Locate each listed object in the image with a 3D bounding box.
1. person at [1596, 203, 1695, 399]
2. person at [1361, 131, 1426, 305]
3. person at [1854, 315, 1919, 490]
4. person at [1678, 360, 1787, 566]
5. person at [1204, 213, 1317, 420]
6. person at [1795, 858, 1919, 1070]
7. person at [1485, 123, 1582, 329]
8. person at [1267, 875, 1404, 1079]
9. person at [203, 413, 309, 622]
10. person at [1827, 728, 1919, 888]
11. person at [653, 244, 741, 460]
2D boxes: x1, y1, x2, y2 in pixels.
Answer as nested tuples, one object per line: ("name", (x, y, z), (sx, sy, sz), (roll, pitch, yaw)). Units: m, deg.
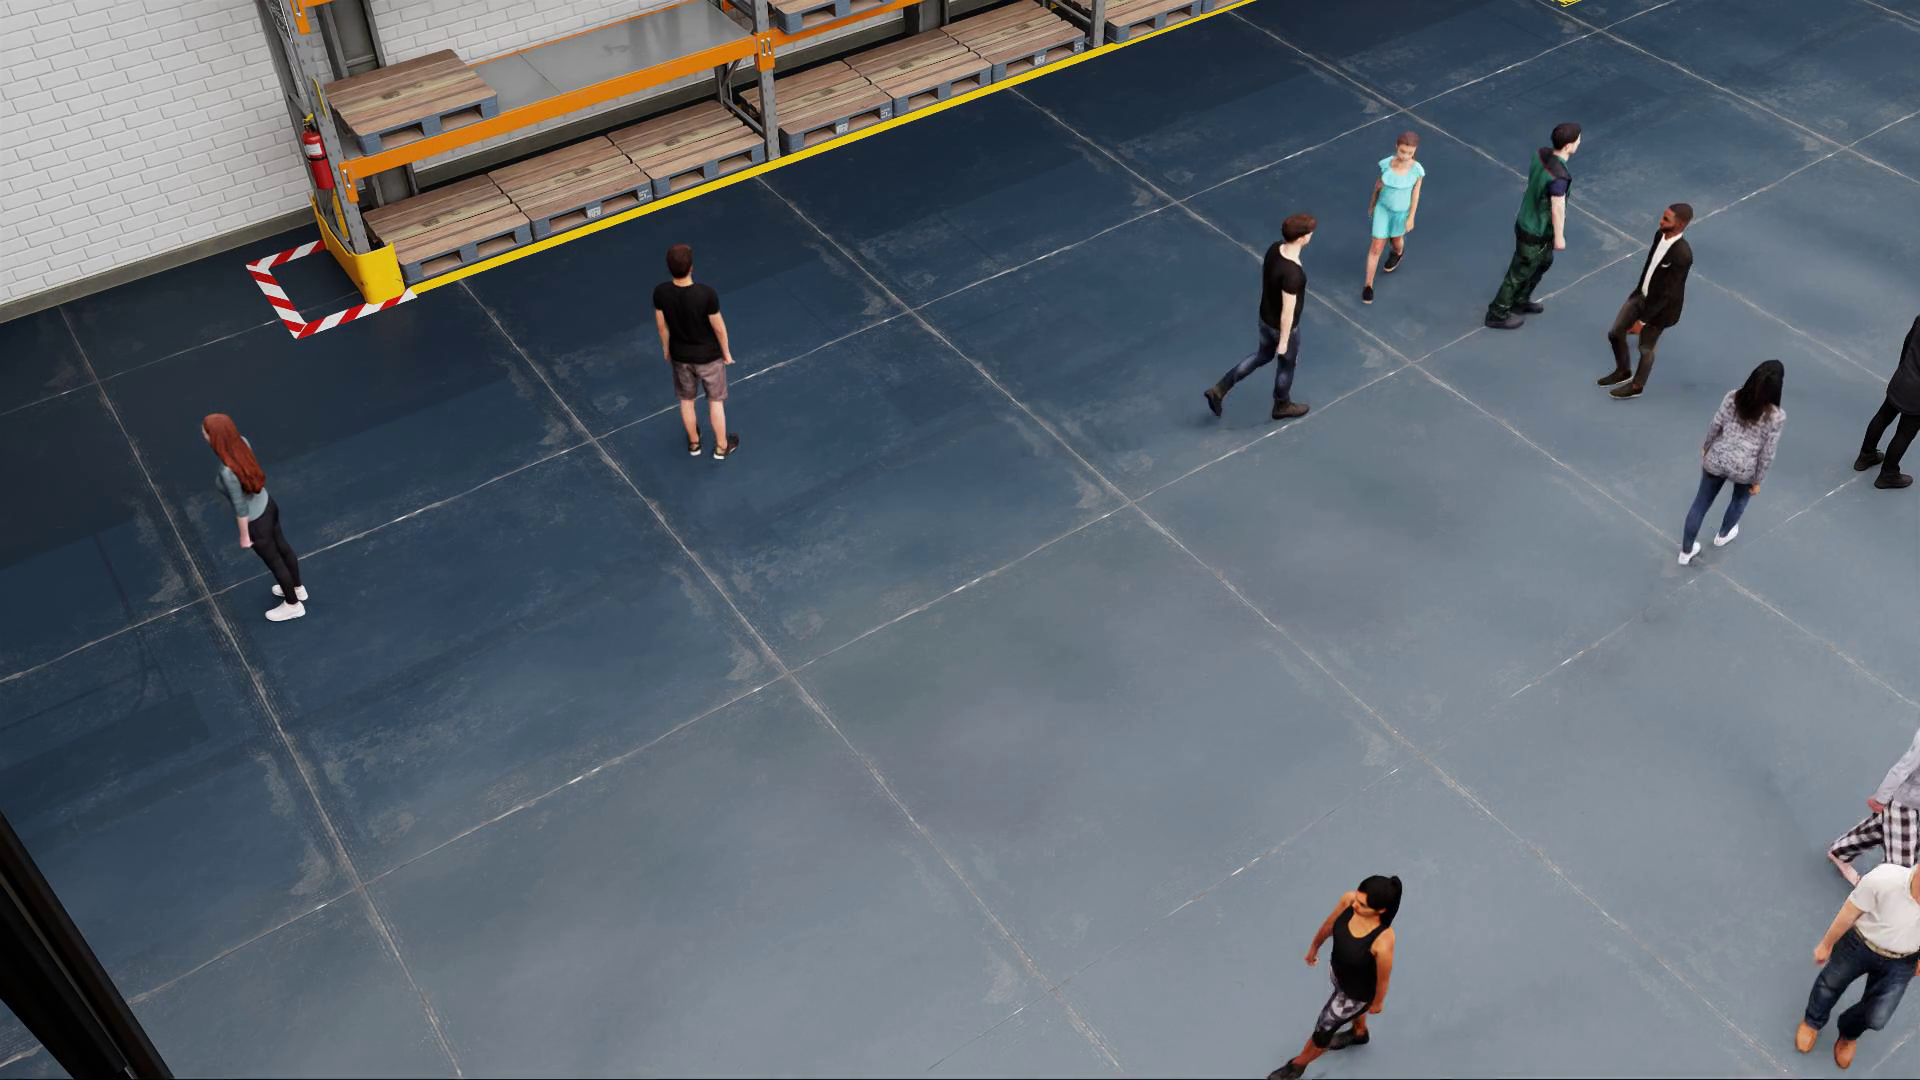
("person", (5.435, -1.814, 12.851), (0.800, 1.786, 0.769), (-7, 44, -7))
("person", (3.699, -2.824, 14.101), (0.934, 1.524, 1.148), (20, 47, 20))
("person", (6.999, -1.143, 12.150), (0.715, 1.781, 0.703), (-11, 45, -11))
("person", (5.300, -0.483, 11.504), (0.744, 1.717, 0.891), (33, 52, 29))
("person", (2.331, -1.644, 12.606), (1.218, 1.877, 0.953), (-8, 44, -9))
("person", (4.834, 2.062, 8.741), (0.776, 1.842, 0.775), (23, 48, 22))
("person", (4.598, -2.525, 13.529), (0.931, 1.880, 0.870), (2, 44, 2))
("person", (2.135, 2.242, 8.696), (0.989, 1.644, 0.763), (-13, 45, -14))
("person", (-4.713, -0.158, 11.144), (0.700, 1.743, 0.670), (-1, 44, -2))
("person", (5.392, 1.386, 9.469), (0.954, 1.818, 0.864), (-11, 45, -11))
("person", (-1.976, -1.383, 12.344), (0.763, 1.862, 0.839), (4, 44, 4))
